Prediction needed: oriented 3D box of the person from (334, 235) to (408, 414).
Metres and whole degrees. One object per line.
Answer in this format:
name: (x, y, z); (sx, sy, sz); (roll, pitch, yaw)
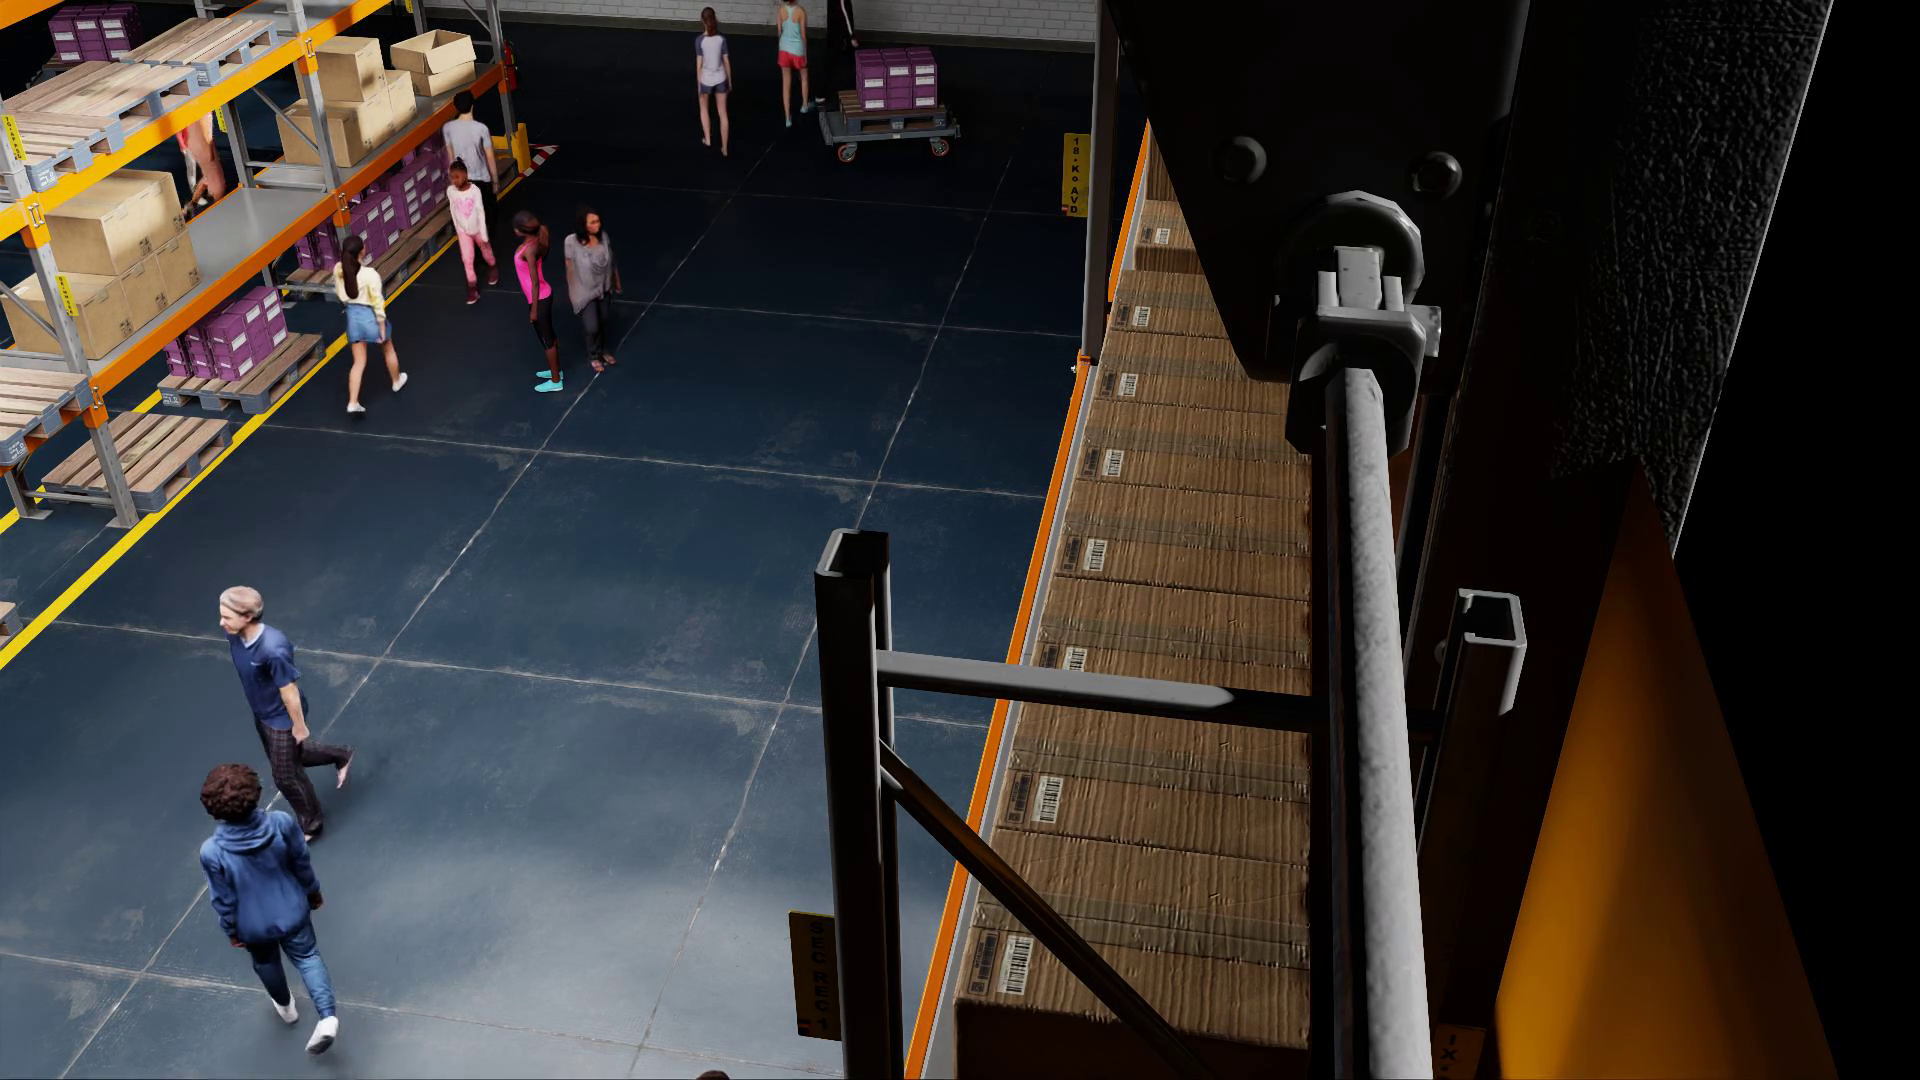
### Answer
person: (-5.292, -1.869, 14.675); (0.633, 1.597, 1.103); (5, 34, 8)

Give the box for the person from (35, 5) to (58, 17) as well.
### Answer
person: (-13.966, -8.807, 24.926); (0.701, 1.804, 0.521); (15, 36, 21)

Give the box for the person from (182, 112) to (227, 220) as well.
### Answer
person: (-8.285, -4.216, 18.006); (0.829, 1.819, 0.919); (29, 43, 36)

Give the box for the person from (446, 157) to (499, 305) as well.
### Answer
person: (-4.899, -3.169, 16.788); (0.634, 1.423, 1.027); (1, 34, 1)

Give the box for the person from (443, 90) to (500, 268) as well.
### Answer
person: (-5.045, -3.664, 17.150); (0.693, 1.848, 0.916); (4, 34, 6)

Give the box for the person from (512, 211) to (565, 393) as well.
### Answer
person: (-3.790, -2.167, 15.008); (0.677, 1.725, 0.569); (-3, 34, -5)

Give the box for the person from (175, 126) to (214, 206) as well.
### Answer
person: (-8.704, -4.528, 18.839); (0.629, 1.416, 0.484); (15, 37, 21)

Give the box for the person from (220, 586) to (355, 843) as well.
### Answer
person: (-4.061, 1.012, 10.115); (0.922, 1.847, 1.053); (20, 39, 27)

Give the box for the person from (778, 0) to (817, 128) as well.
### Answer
person: (-2.119, -6.056, 20.838); (0.705, 1.749, 1.006); (8, 34, 12)

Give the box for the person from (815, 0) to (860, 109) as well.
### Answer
person: (-1.639, -6.410, 21.340); (1.094, 1.782, 1.248); (-8, 34, -11)

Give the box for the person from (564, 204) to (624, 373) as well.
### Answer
person: (-3.452, -2.379, 15.441); (0.774, 1.600, 0.854); (-29, 43, -36)

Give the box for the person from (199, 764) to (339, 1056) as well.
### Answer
person: (-3.598, 1.985, 8.716); (1.073, 1.777, 1.130); (-25, 41, -33)

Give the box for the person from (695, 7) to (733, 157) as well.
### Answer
person: (-2.944, -5.457, 19.940); (0.800, 1.746, 0.933); (-10, 35, -14)
